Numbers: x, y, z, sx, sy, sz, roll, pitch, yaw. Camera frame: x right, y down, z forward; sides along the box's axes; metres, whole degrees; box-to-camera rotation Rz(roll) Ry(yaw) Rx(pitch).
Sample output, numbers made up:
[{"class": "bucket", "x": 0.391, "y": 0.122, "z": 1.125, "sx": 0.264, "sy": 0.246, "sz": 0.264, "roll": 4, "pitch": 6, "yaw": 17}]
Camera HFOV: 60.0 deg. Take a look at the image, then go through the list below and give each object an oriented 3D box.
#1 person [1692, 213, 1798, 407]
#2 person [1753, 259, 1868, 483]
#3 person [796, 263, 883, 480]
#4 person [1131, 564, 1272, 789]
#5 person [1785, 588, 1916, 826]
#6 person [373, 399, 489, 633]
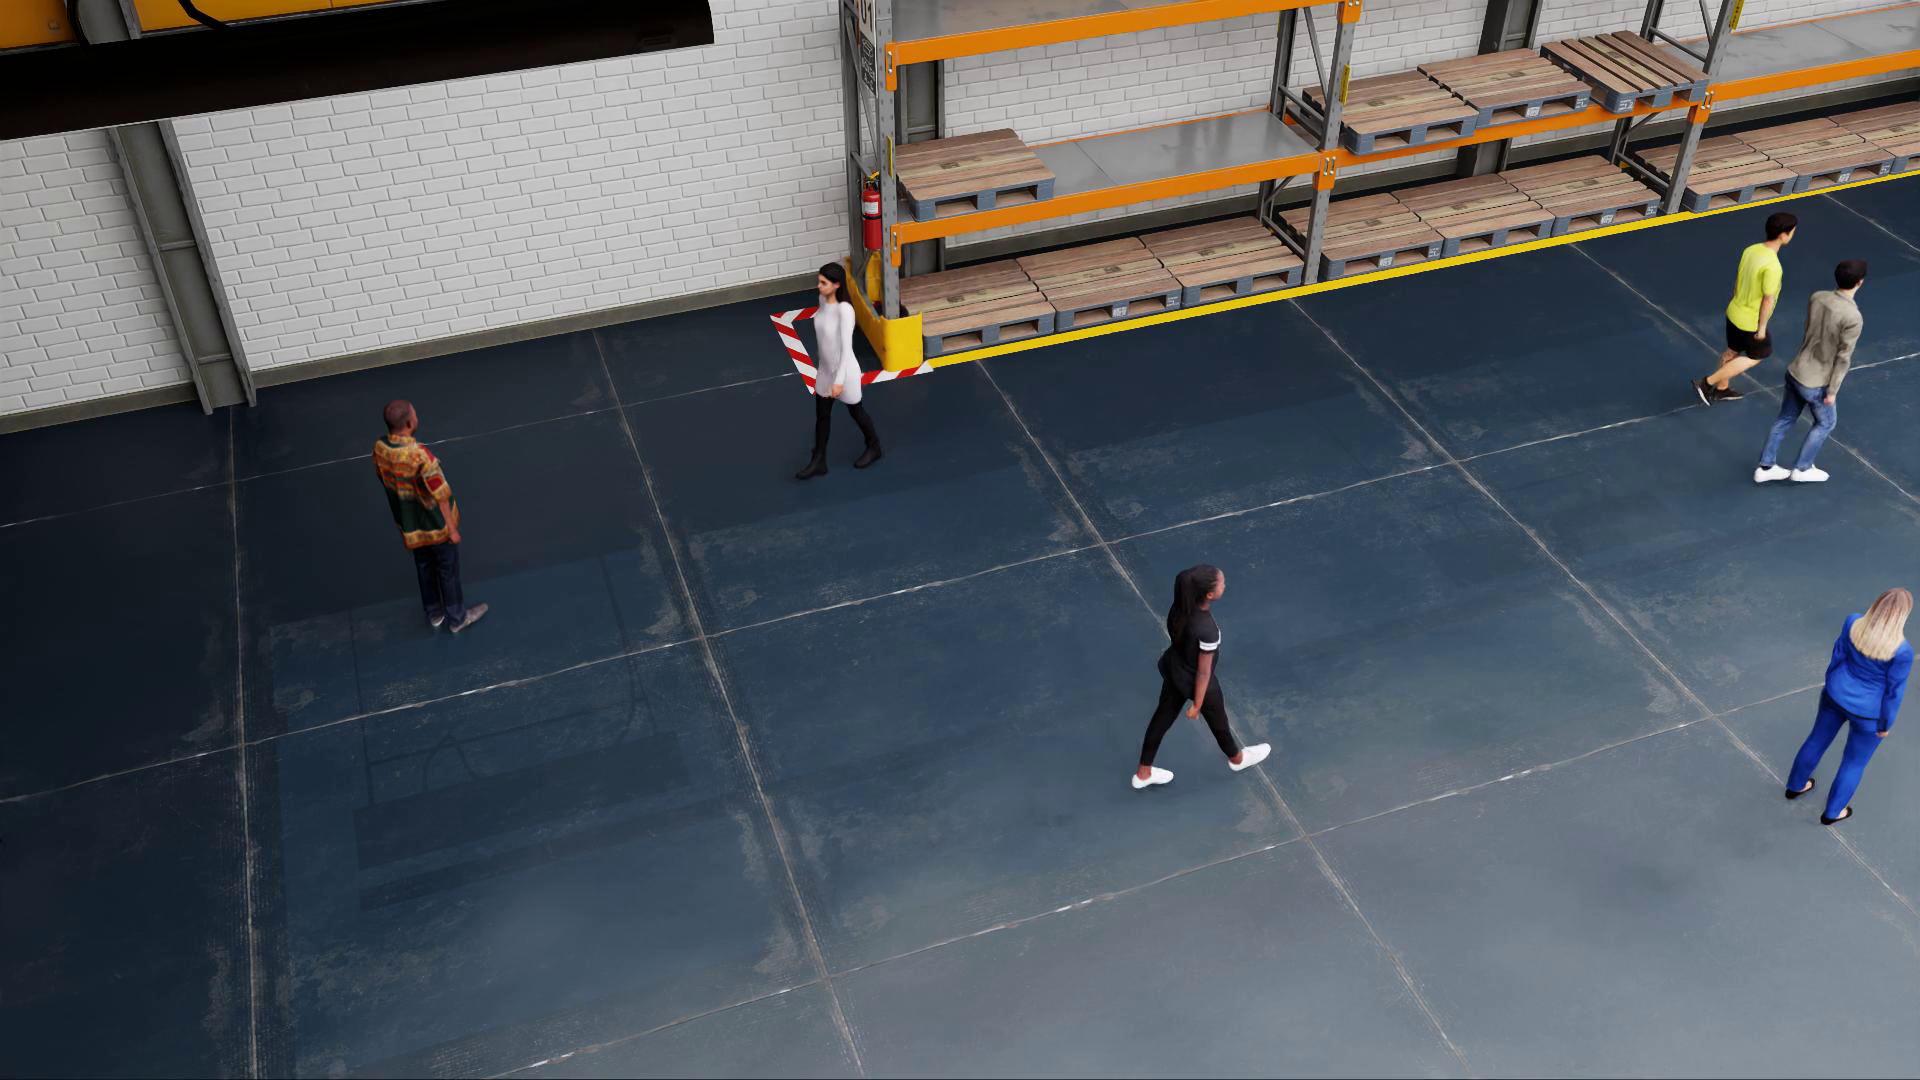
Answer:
[{"class": "person", "x": 6.152, "y": -1.778, "z": 13.105, "sx": 0.851, "sy": 1.701, "sz": 0.743, "roll": -3, "pitch": 39, "yaw": -4}, {"class": "person", "x": 6.206, "y": -1.195, "z": 12.260, "sx": 0.825, "sy": 1.845, "sz": 0.773, "roll": -8, "pitch": 39, "yaw": -10}, {"class": "person", "x": -0.831, "y": -1.263, "z": 12.388, "sx": 1.015, "sy": 1.792, "sz": 0.788, "roll": -24, "pitch": 44, "yaw": -27}, {"class": "person", "x": 1.278, "y": 0.846, "z": 9.825, "sx": 1.092, "sy": 1.695, "sz": 0.623, "roll": -14, "pitch": 41, "yaw": -17}, {"class": "person", "x": 5.165, "y": 0.966, "z": 9.671, "sx": 0.591, "sy": 1.700, "sz": 0.673, "roll": -18, "pitch": 42, "yaw": -21}, {"class": "person", "x": -3.529, "y": -0.135, "z": 10.965, "sx": 0.822, "sy": 1.806, "sz": 0.870, "roll": 21, "pitch": 43, "yaw": 24}]
